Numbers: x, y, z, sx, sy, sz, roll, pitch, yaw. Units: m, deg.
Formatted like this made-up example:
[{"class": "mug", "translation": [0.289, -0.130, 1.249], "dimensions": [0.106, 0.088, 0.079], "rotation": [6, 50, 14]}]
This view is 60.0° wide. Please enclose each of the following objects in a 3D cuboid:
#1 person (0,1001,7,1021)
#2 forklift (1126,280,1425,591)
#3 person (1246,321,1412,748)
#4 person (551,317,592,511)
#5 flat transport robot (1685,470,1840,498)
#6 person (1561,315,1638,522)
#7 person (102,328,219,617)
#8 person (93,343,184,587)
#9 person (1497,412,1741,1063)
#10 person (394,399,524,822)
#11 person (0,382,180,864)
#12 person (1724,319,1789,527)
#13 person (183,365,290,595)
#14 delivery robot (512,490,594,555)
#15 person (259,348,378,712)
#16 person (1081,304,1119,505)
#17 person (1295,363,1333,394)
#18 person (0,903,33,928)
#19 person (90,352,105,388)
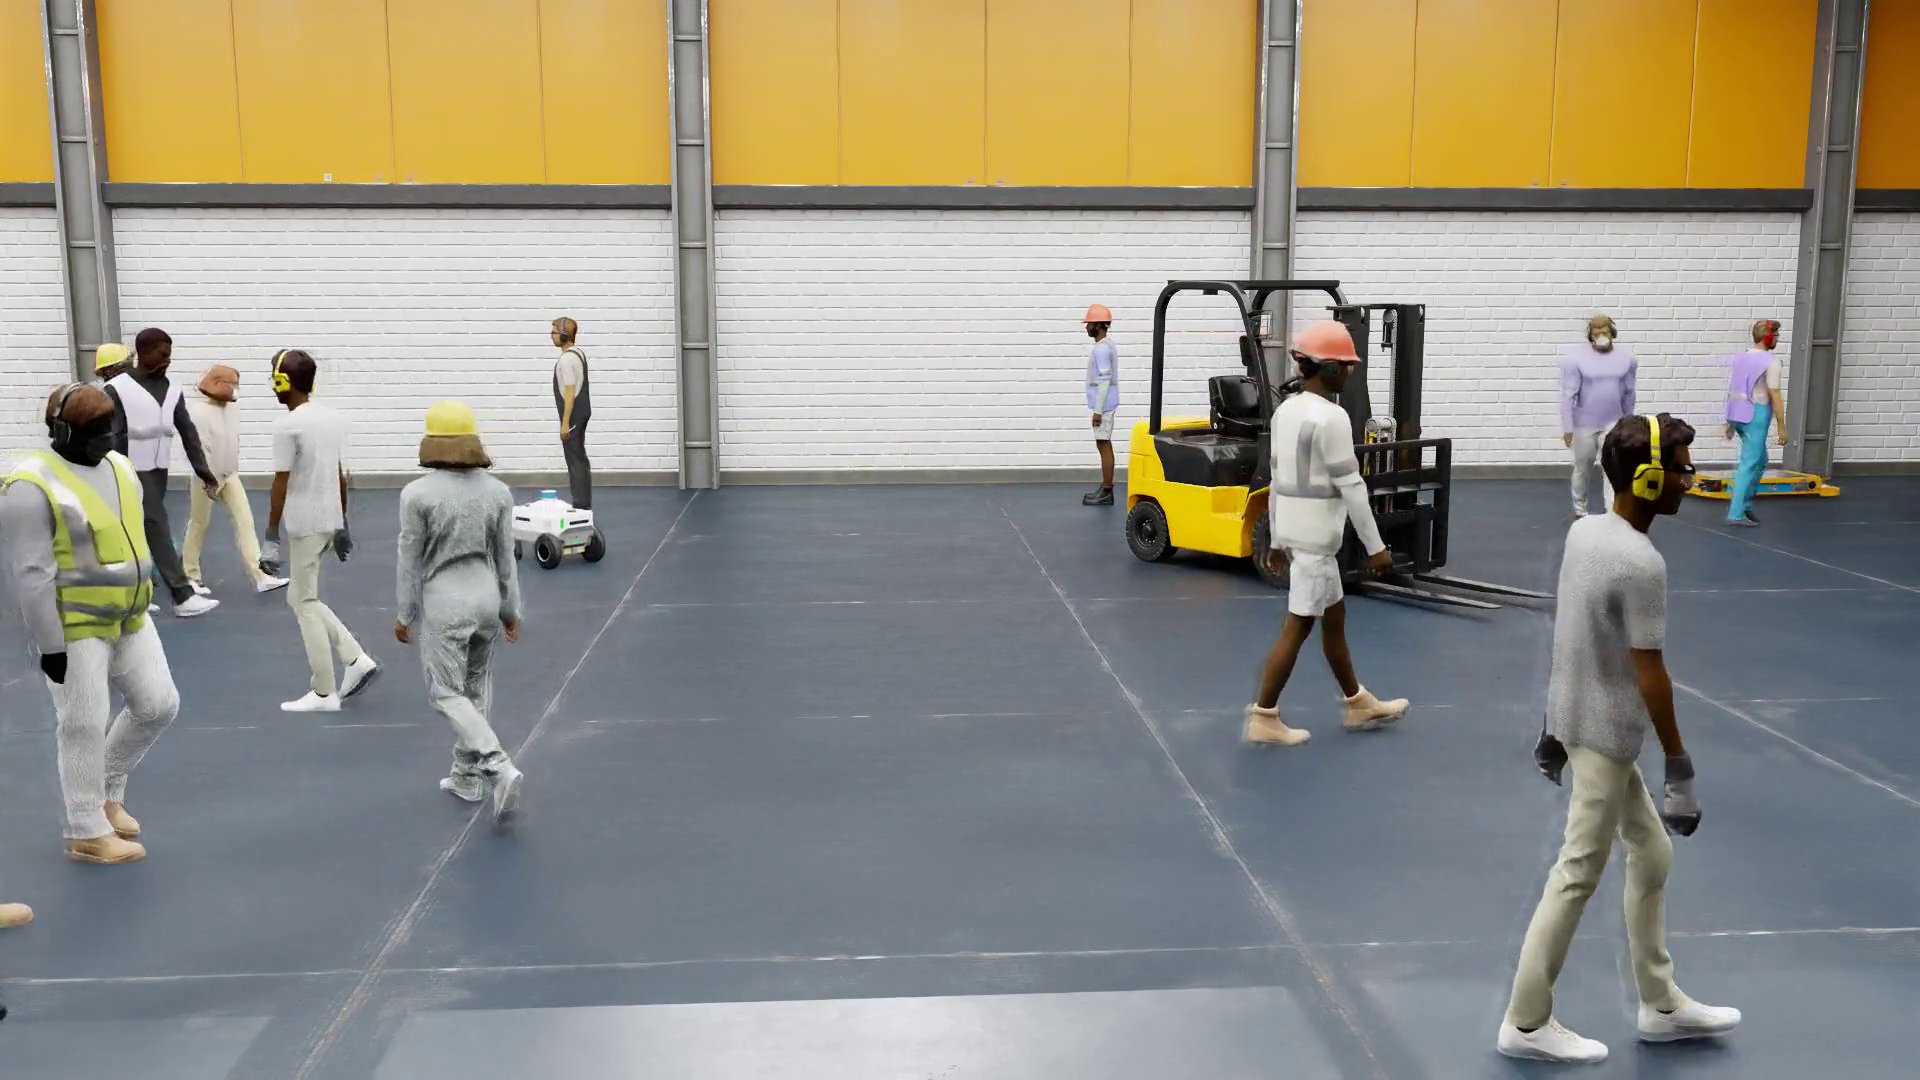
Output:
[{"class": "person", "translation": [-3.365, 0.526, 4.817], "dimensions": [0.976, 1.884, 0.533], "rotation": [-1, 9, -7]}, {"class": "forklift", "translation": [2.301, -0.860, 12.475], "dimensions": [1.214, 2.155, 2.313], "rotation": [-6, 11, -35]}, {"class": "person", "translation": [1.756, -0.017, 7.804], "dimensions": [0.906, 1.998, 0.618], "rotation": [-1, 9, -9]}, {"class": "person", "translation": [-3.493, -1.081, 14.963], "dimensions": [0.328, 1.842, 0.515], "rotation": [0, 9, 1]}, {"class": "flat transport robot", "translation": [7.955, -0.567, 16.655], "dimensions": [1.431, 0.197, 0.652], "rotation": [-1, 9, -9]}, {"class": "person", "translation": [5.431, -0.968, 14.149], "dimensions": [0.646, 1.873, 1.056], "rotation": [1, 9, 4]}, {"class": "person", "translation": [-5.175, -0.429, 10.791], "dimensions": [0.974, 1.866, 0.612], "rotation": [2, 9, 15]}, {"class": "person", "translation": [-5.792, -0.515, 11.723], "dimensions": [0.524, 1.730, 0.564], "rotation": [-1, 9, -8]}, {"class": "person", "translation": [1.914, 0.571, 4.591], "dimensions": [0.833, 1.835, 0.571], "rotation": [1, 9, 4]}, {"class": "person", "translation": [-2.002, 0.285, 6.778], "dimensions": [0.720, 1.714, 0.487], "rotation": [8, 12, 40]}, {"class": "person", "translation": [-3.244, 0.321, 6.230], "dimensions": [0.451, 1.823, 0.643], "rotation": [2, 9, 10]}, {"class": "person", "translation": [7.008, -1.011, 14.578], "dimensions": [0.575, 1.826, 0.560], "rotation": [-1, 9, -4]}, {"class": "person", "translation": [-5.050, -0.395, 11.436], "dimensions": [0.853, 1.589, 0.521], "rotation": [4, 10, 21]}, {"class": "delivery robot", "translation": [-3.149, -0.139, 12.791], "dimensions": [0.707, 0.478, 0.477], "rotation": [7, 12, 39]}, {"class": "person", "translation": [-3.295, -0.032, 8.372], "dimensions": [0.413, 1.849, 0.527], "rotation": [1, 9, 3]}, {"class": "person", "translation": [1.342, -1.298, 16.027], "dimensions": [0.378, 1.938, 0.547], "rotation": [2, 9, 11]}, {"class": "person", "translation": [3.591, -1.296, 16.807], "dimensions": [0.321, 1.690, 0.529], "rotation": [-5, 10, -27]}, {"class": "person", "translation": [-3.626, 0.453, 5.481], "dimensions": [0.825, 1.806, 0.625], "rotation": [-2, 9, -11]}, {"class": "person", "translation": [-7.113, -0.828, 14.083], "dimensions": [0.309, 1.624, 0.492], "rotation": [5, 10, 30]}]
